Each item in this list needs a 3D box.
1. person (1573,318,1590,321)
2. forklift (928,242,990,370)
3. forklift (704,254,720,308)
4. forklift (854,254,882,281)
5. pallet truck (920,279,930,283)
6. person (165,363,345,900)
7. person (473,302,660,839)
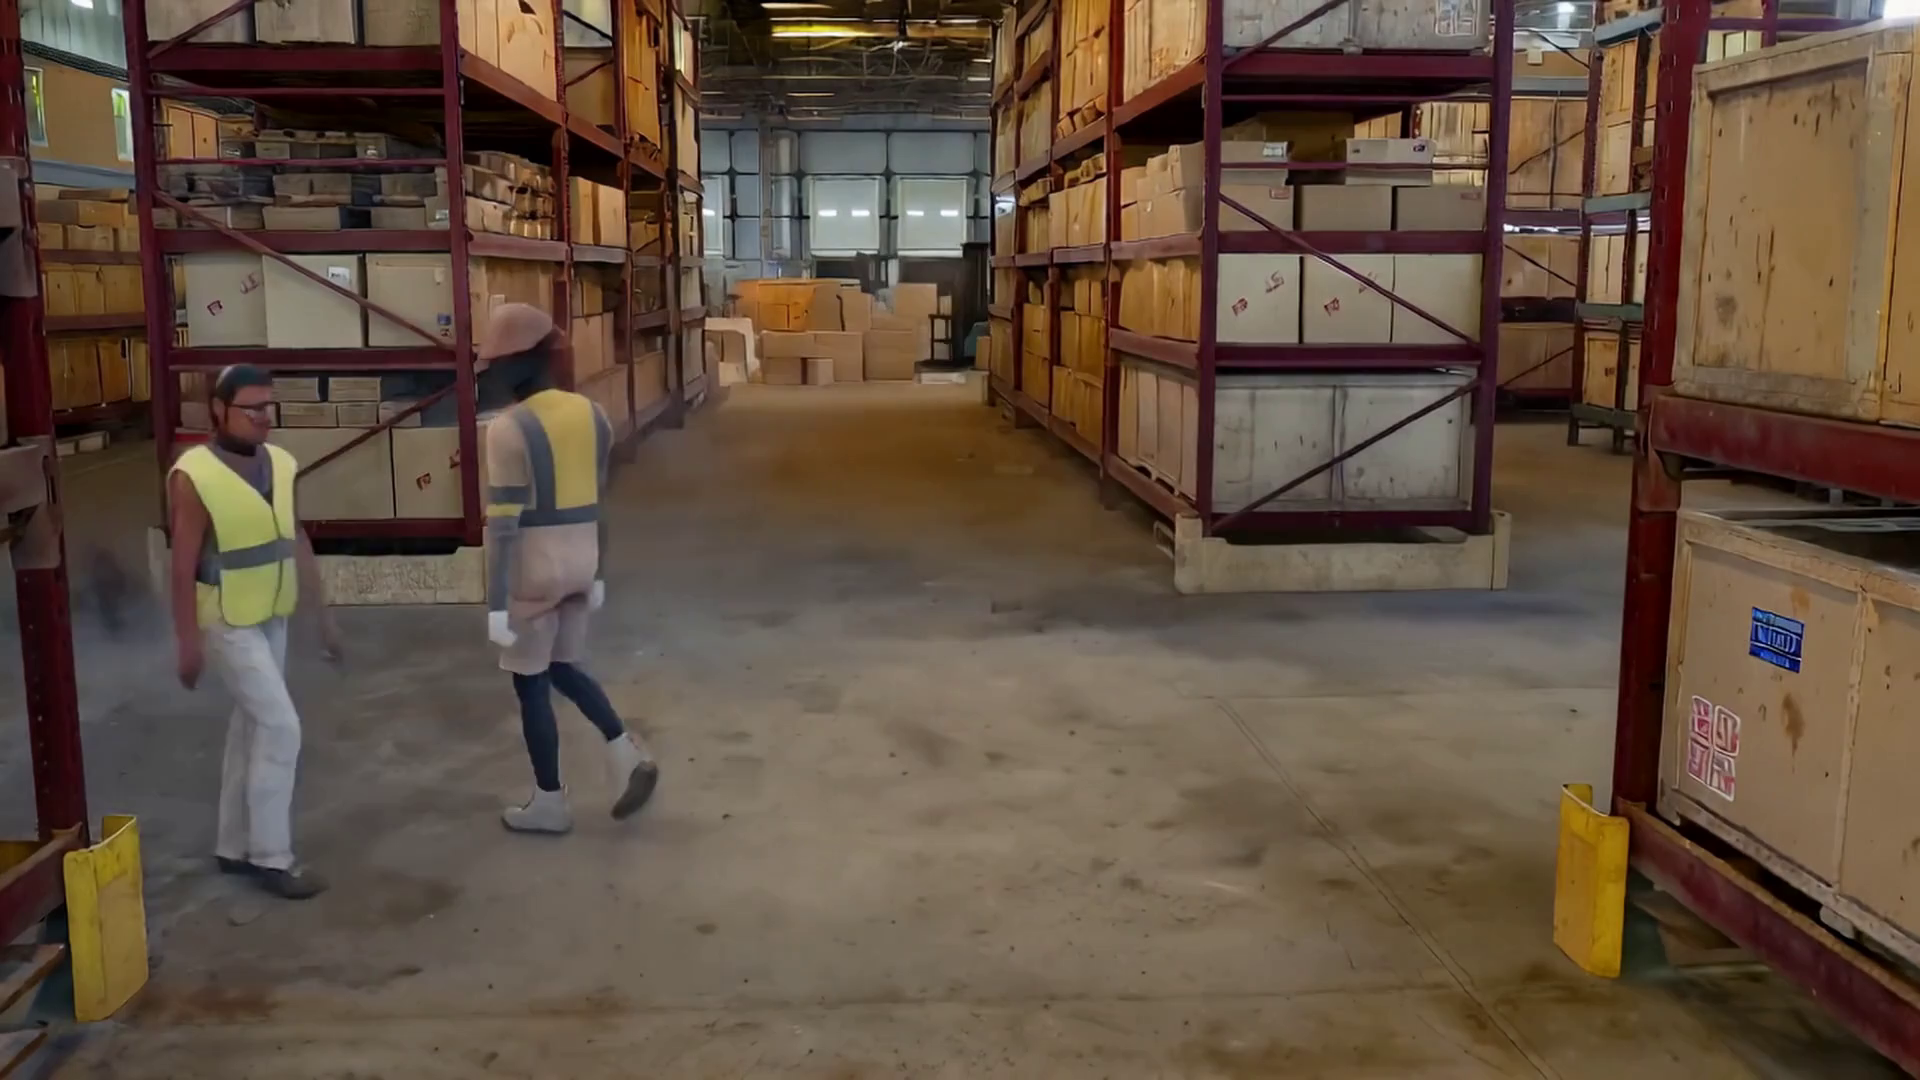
[{"bbox_3d":[11.252,-3.619,30.069,0.541,1.914,0.559,2,9,13],"label":"person"},{"bbox_3d":[0.365,-5.148,36.653,1.873,2.768,1.129,3,10,21],"label":"forklift"},{"bbox_3d":[-8.474,-8.136,55.415,1.129,2.768,1.873,6,11,33],"label":"forklift"},{"bbox_3d":[-3.133,-8.342,56.712,1.129,2.768,1.873,-6,11,-32],"label":"forklift"},{"bbox_3d":[-0.932,-8.922,63.114,1.885,1.965,0.823,2,9,13],"label":"pallet truck"},{"bbox_3d":[-2.364,0.310,5.716,0.666,1.823,0.572,1,9,9],"label":"person"},{"bbox_3d":[-1.482,0.137,6.174,0.598,2.016,0.653,4,10,25],"label":"person"}]
